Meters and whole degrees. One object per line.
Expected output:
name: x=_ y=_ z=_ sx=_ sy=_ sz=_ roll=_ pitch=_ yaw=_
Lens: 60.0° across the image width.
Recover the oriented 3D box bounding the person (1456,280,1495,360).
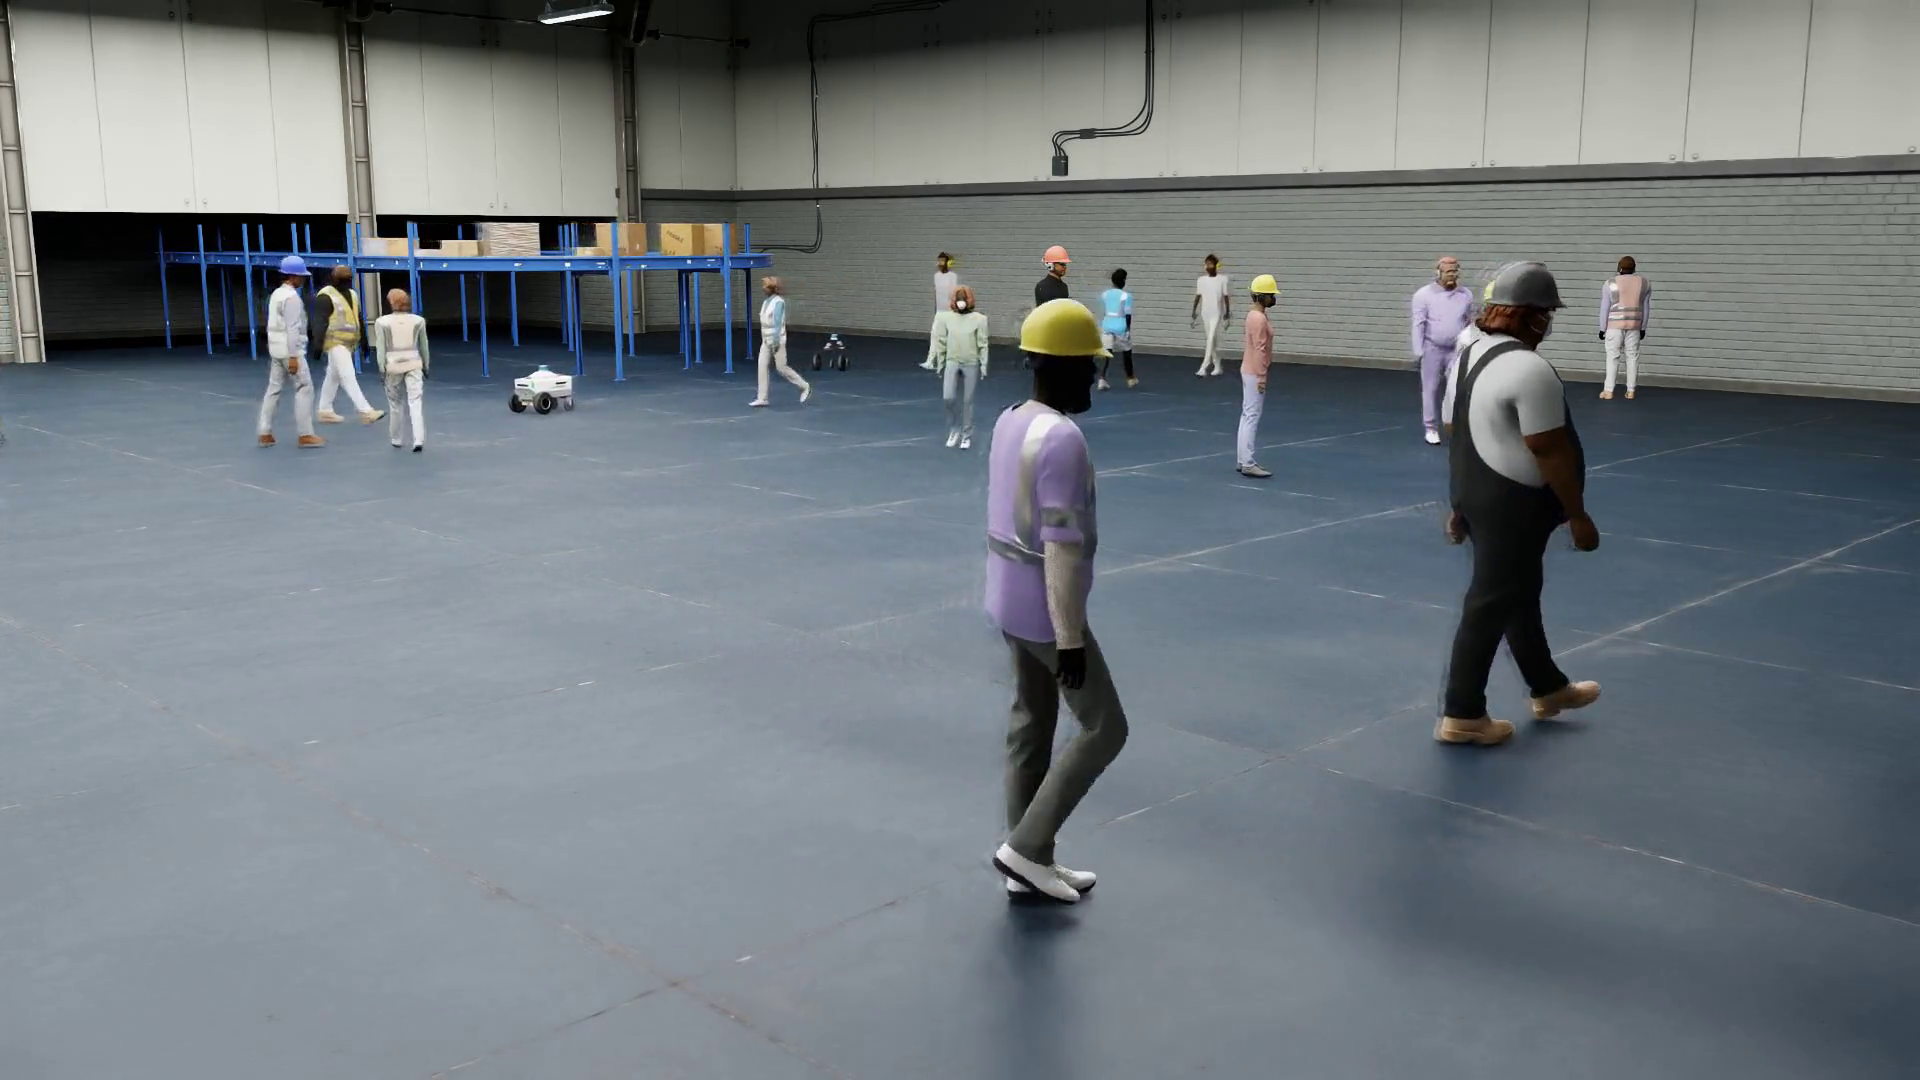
person: x=3.766 y=-0.927 z=11.691 sx=0.429 sy=1.813 sz=0.613 roll=-10 pitch=14 yaw=-42

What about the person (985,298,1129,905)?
person: x=0.295 y=0.212 z=5.198 sx=0.416 sy=1.915 sz=0.609 roll=-3 pitch=11 yaw=-17

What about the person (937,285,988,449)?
person: x=0.018 y=-1.707 z=16.454 sx=0.522 sy=1.618 sz=0.424 roll=2 pitch=10 yaw=8

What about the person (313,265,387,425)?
person: x=-6.883 y=-2.184 z=18.644 sx=0.990 sy=1.773 sz=0.704 roll=2 pitch=11 yaw=11

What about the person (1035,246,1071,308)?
person: x=1.015 y=-2.148 z=17.867 sx=0.382 sy=1.995 sz=0.612 roll=5 pitch=12 yaw=27

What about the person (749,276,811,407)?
person: x=-2.255 y=-2.473 z=20.680 sx=0.721 sy=1.609 sz=0.510 roll=-7 pitch=13 yaw=-34

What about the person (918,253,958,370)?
person: x=-0.292 y=-3.559 z=26.017 sx=0.545 sy=1.833 sz=0.891 roll=8 pitch=13 yaw=37

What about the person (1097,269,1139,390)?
person: x=2.194 y=-2.910 z=22.968 sx=0.545 sy=1.661 sz=0.760 roll=8 pitch=13 yaw=36

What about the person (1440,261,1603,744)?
person: x=2.427 y=-0.151 z=6.966 sx=0.859 sy=2.000 sz=0.694 roll=-1 pitch=10 yaw=-4

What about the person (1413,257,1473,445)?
person: x=4.876 y=-1.892 z=16.762 sx=0.649 sy=1.886 sz=0.653 roll=0 pitch=10 yaw=0

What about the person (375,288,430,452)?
person: x=-5.482 y=-1.679 z=16.410 sx=0.524 sy=1.595 sz=0.877 roll=-6 pitch=12 yaw=-28

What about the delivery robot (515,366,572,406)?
delivery robot: x=-5.040 y=-1.868 z=20.130 sx=0.477 sy=0.478 sz=0.707 roll=6 pitch=12 yaw=30

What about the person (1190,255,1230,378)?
person: x=3.745 y=-3.350 z=24.919 sx=0.547 sy=1.818 sz=0.998 roll=7 pitch=12 yaw=33

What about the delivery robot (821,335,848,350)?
delivery robot: x=-1.998 y=-3.145 z=26.384 sx=0.335 sy=0.223 sz=0.698 roll=3 pitch=11 yaw=15

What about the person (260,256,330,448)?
person: x=-6.769 y=-1.876 z=16.671 sx=0.603 sy=1.912 sz=0.650 roll=-8 pitch=13 yaw=-38

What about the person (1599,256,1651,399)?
person: x=8.605 y=-2.755 z=21.598 sx=0.627 sy=1.844 sz=0.429 roll=1 pitch=10 yaw=3

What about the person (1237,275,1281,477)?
person: x=2.642 y=-1.451 z=14.688 sx=0.329 sy=1.767 sz=0.528 roll=1 pitch=10 yaw=3
